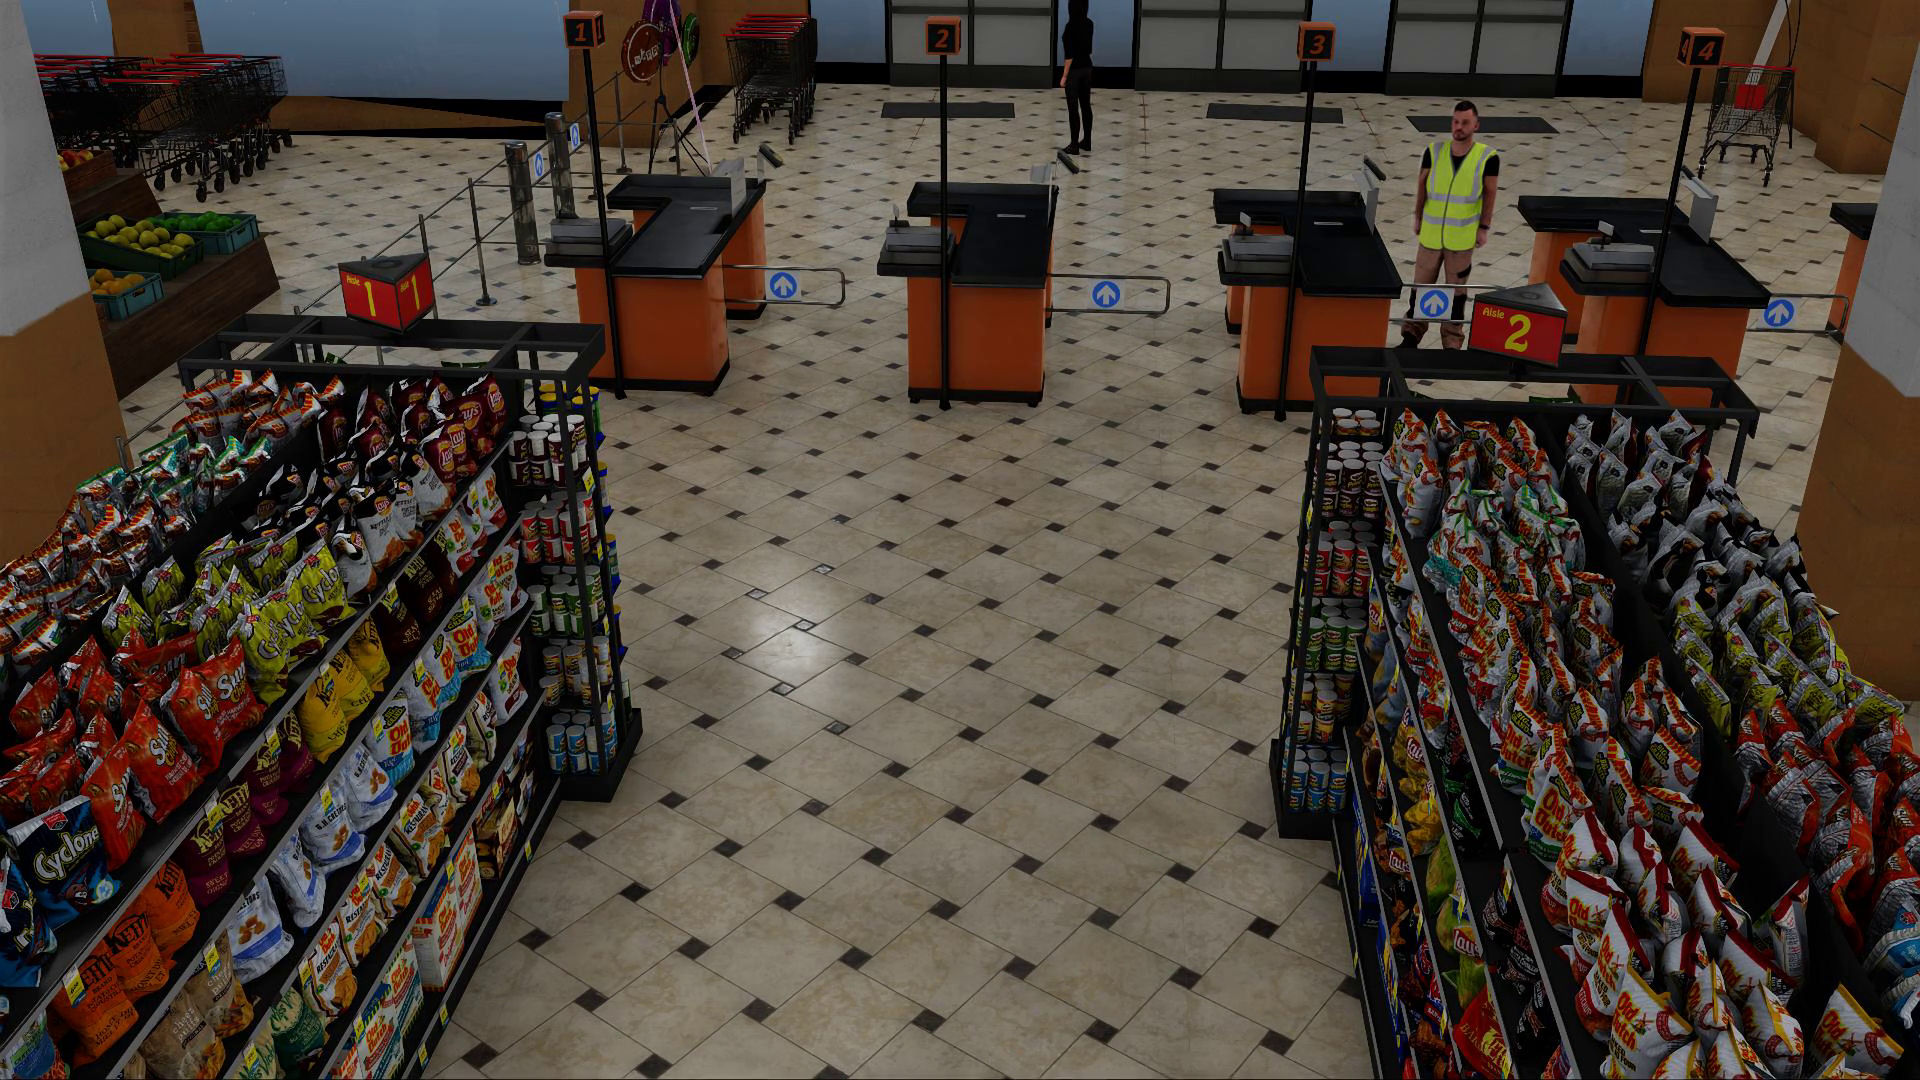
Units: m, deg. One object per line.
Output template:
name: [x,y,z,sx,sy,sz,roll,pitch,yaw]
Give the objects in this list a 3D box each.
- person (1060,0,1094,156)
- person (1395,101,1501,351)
person: [1.225,-4.837,17.199,0.641,1.641,0.712,-24,35,-39]
person: [3.450,-2.177,11.725,0.807,1.846,0.842,12,29,22]
